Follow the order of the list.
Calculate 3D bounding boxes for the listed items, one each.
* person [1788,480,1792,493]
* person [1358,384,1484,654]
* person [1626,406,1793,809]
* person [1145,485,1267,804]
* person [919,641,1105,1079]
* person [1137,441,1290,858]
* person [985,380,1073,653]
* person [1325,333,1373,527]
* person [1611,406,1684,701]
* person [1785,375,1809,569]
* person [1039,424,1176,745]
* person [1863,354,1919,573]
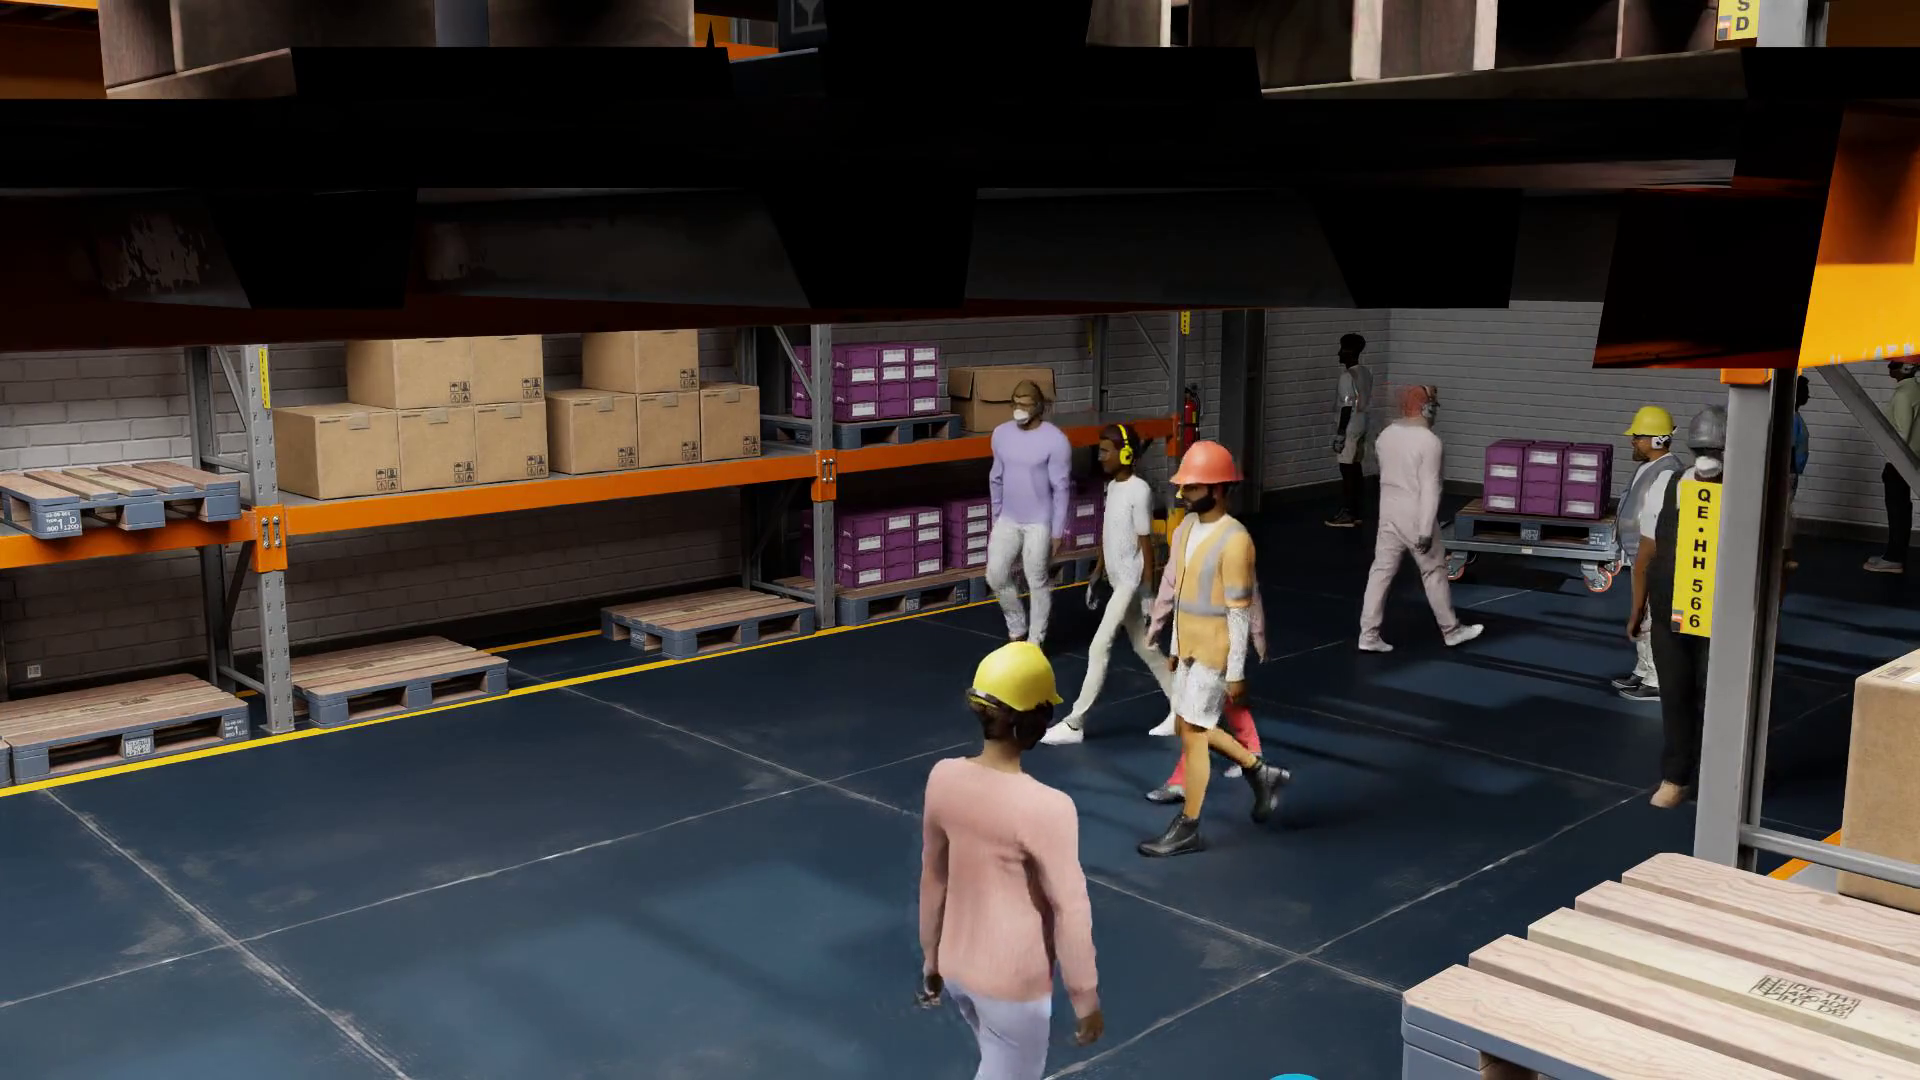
[{"bbox_3d":[6.680,-0.565,14.147,0.570,1.813,0.761,-4,11,-24],"label":"person"},{"bbox_3d":[3.168,-0.138,11.457,0.975,1.855,0.660,-5,11,-25],"label":"person"},{"bbox_3d":[3.628,0.339,8.157,0.537,2.000,0.698,-9,13,-42],"label":"person"},{"bbox_3d":[1.289,0.448,8.485,0.925,1.710,0.546,-6,11,-32],"label":"person"},{"bbox_3d":[0.123,1.136,4.346,0.386,1.756,0.540,-7,12,-36],"label":"person"},{"bbox_3d":[1.185,0.494,7.603,0.722,1.922,0.556,-3,10,-16],"label":"person"},{"bbox_3d":[0.439,-0.096,11.039,0.666,1.922,0.449,7,12,35],"label":"person"},{"bbox_3d":[3.958,-1.117,16.893,0.362,1.966,0.611,6,12,33],"label":"person"},{"bbox_3d":[4.272,0.082,10.314,0.405,1.824,0.585,1,10,7],"label":"person"},{"bbox_3d":[7.299,-0.603,14.675,0.321,1.697,0.529,3,10,20],"label":"person"},{"bbox_3d":[0.920,0.247,9.370,0.998,1.816,0.538,-2,10,-10],"label":"person"},{"bbox_3d":[8.155,-0.715,14.451,0.373,1.997,0.618,7,12,37],"label":"person"}]
